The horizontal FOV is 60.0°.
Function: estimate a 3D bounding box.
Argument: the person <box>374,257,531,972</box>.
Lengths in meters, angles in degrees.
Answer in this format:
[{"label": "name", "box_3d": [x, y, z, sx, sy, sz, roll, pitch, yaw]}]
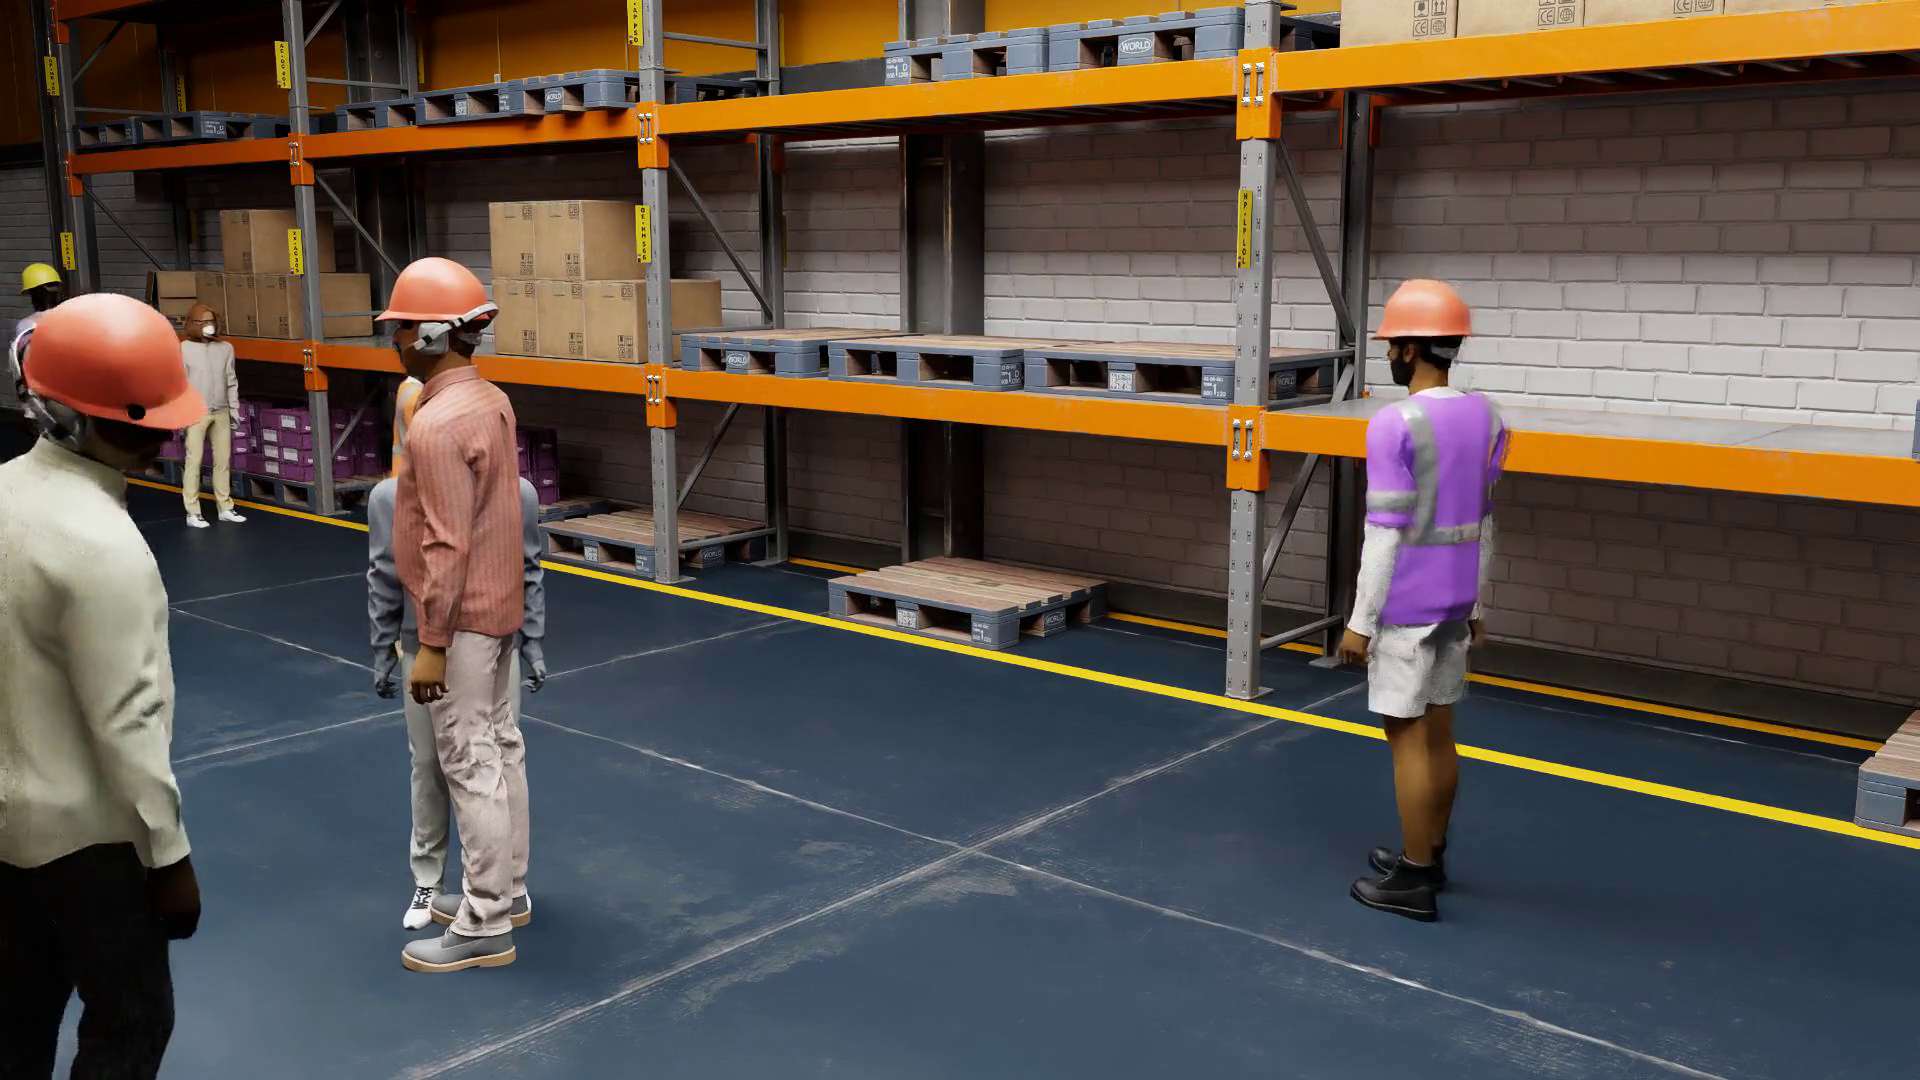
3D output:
[{"label": "person", "box_3d": [-1.415, 0.212, 4.703, 0.381, 1.995, 0.611, 0, 10, -3]}]

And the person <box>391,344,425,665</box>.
[{"label": "person", "box_3d": [-2.578, -0.231, 8.167, 0.517, 1.688, 0.586, -3, 10, -18]}]

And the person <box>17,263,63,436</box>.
[{"label": "person", "box_3d": [-6.203, -0.932, 11.437, 0.377, 1.918, 0.585, 3, 10, 17]}]

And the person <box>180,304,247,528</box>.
[{"label": "person", "box_3d": [-5.484, -0.905, 12.129, 0.285, 1.626, 0.495, 6, 12, 32]}]

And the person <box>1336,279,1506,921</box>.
[{"label": "person", "box_3d": [1.377, 0.192, 5.081, 0.554, 1.934, 0.542, -8, 13, -38]}]

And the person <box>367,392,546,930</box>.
[{"label": "person", "box_3d": [-1.494, 0.345, 4.974, 0.507, 1.632, 0.275, -2, 10, -13]}]

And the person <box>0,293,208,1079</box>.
[{"label": "person", "box_3d": [-1.712, 0.511, 3.163, 0.790, 1.945, 0.443, 8, 13, 39]}]
